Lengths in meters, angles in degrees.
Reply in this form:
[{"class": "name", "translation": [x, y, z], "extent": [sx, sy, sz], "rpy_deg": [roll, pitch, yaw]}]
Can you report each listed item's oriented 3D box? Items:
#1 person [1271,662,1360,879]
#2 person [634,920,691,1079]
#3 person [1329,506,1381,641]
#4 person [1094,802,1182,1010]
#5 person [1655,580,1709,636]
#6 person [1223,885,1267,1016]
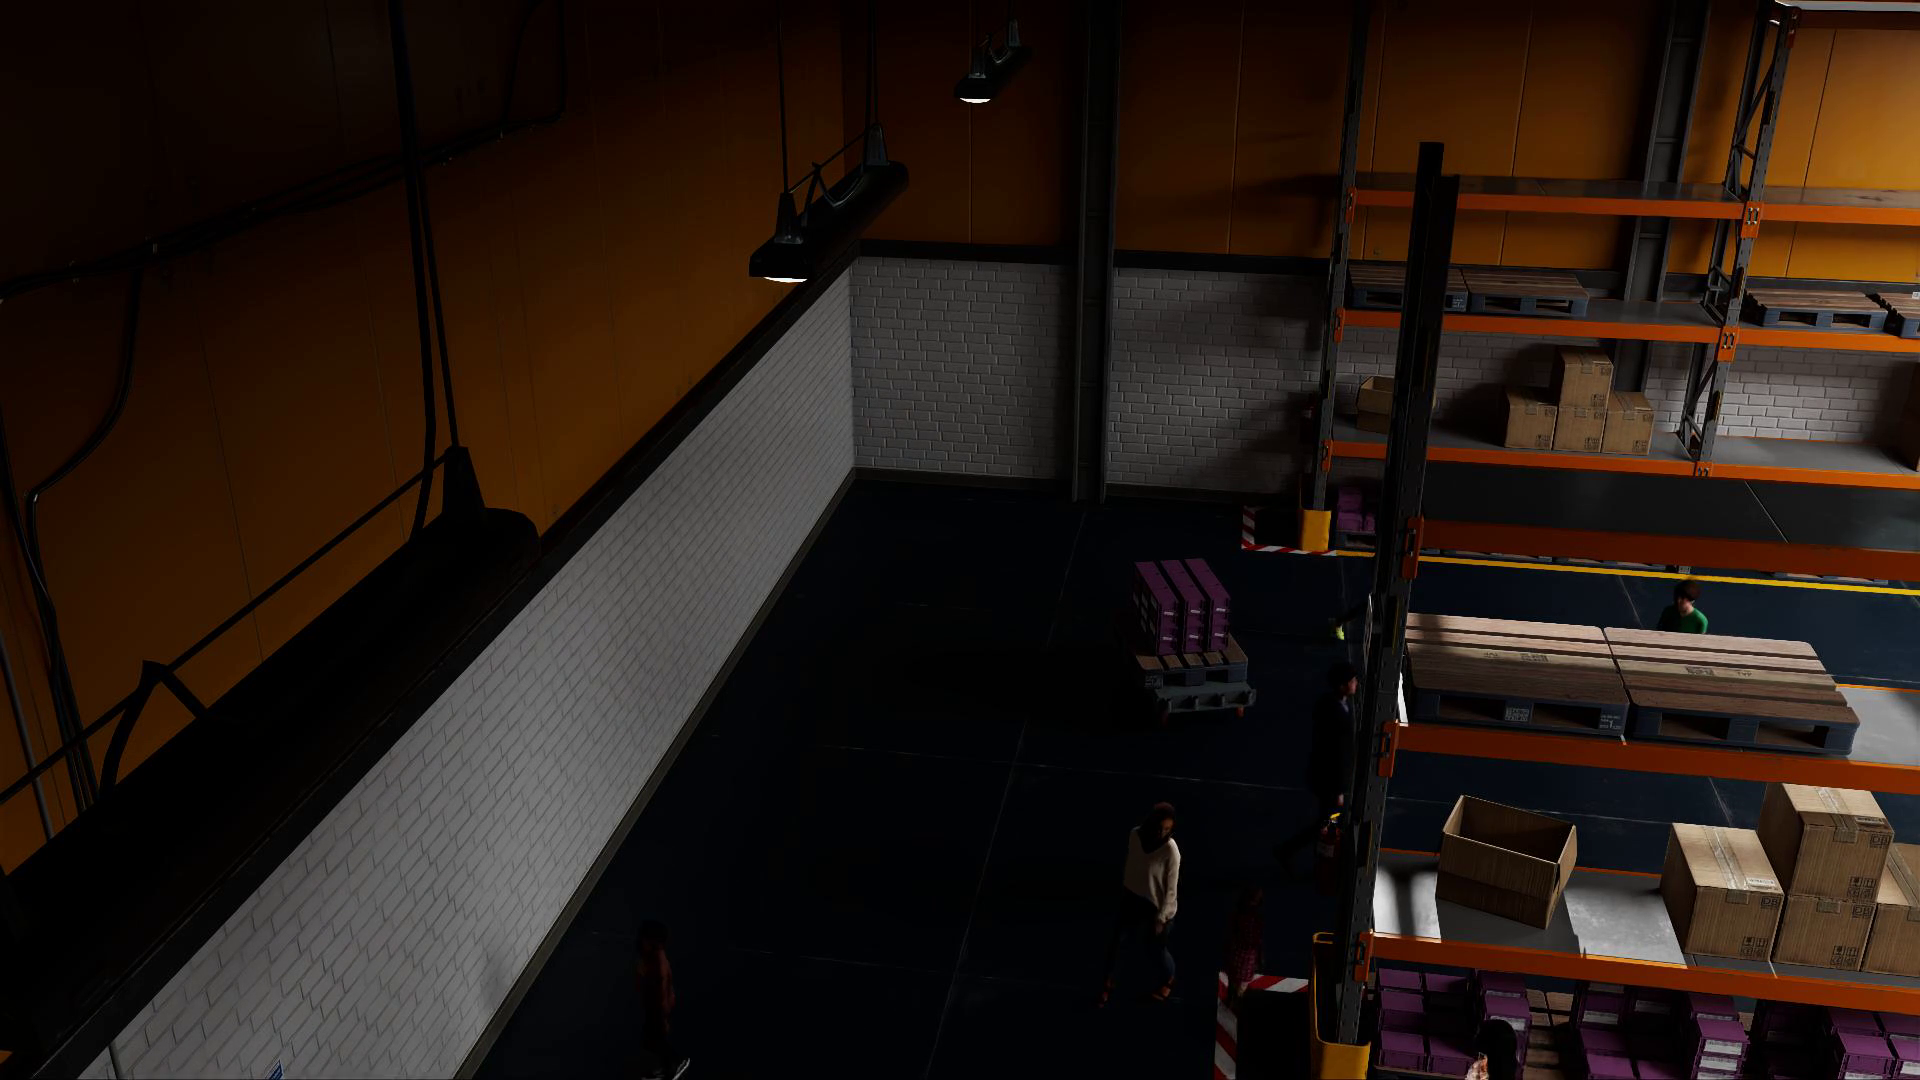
[{"class": "person", "translation": [2.744, 1.806, 12.732], "extent": [0.956, 1.877, 0.789], "rpy_deg": [0, 24, 0]}, {"class": "person", "translation": [-1.904, 2.998, 10.793], "extent": [0.671, 1.244, 0.628], "rpy_deg": [-9, 25, -21]}, {"class": "person", "translation": [4.100, 0.273, 16.417], "extent": [1.051, 1.732, 0.602], "rpy_deg": [5, 24, 12]}, {"class": "person", "translation": [1.363, 2.498, 11.441], "extent": [0.944, 1.641, 0.901], "rpy_deg": [-17, 29, -34]}, {"class": "person", "translation": [6.375, 1.094, 14.703], "extent": [1.151, 1.602, 1.087], "rpy_deg": [-15, 28, -31]}, {"class": "person", "translation": [1.942, 2.839, 11.450], "extent": [0.572, 1.009, 0.614], "rpy_deg": [13, 27, 28]}]
